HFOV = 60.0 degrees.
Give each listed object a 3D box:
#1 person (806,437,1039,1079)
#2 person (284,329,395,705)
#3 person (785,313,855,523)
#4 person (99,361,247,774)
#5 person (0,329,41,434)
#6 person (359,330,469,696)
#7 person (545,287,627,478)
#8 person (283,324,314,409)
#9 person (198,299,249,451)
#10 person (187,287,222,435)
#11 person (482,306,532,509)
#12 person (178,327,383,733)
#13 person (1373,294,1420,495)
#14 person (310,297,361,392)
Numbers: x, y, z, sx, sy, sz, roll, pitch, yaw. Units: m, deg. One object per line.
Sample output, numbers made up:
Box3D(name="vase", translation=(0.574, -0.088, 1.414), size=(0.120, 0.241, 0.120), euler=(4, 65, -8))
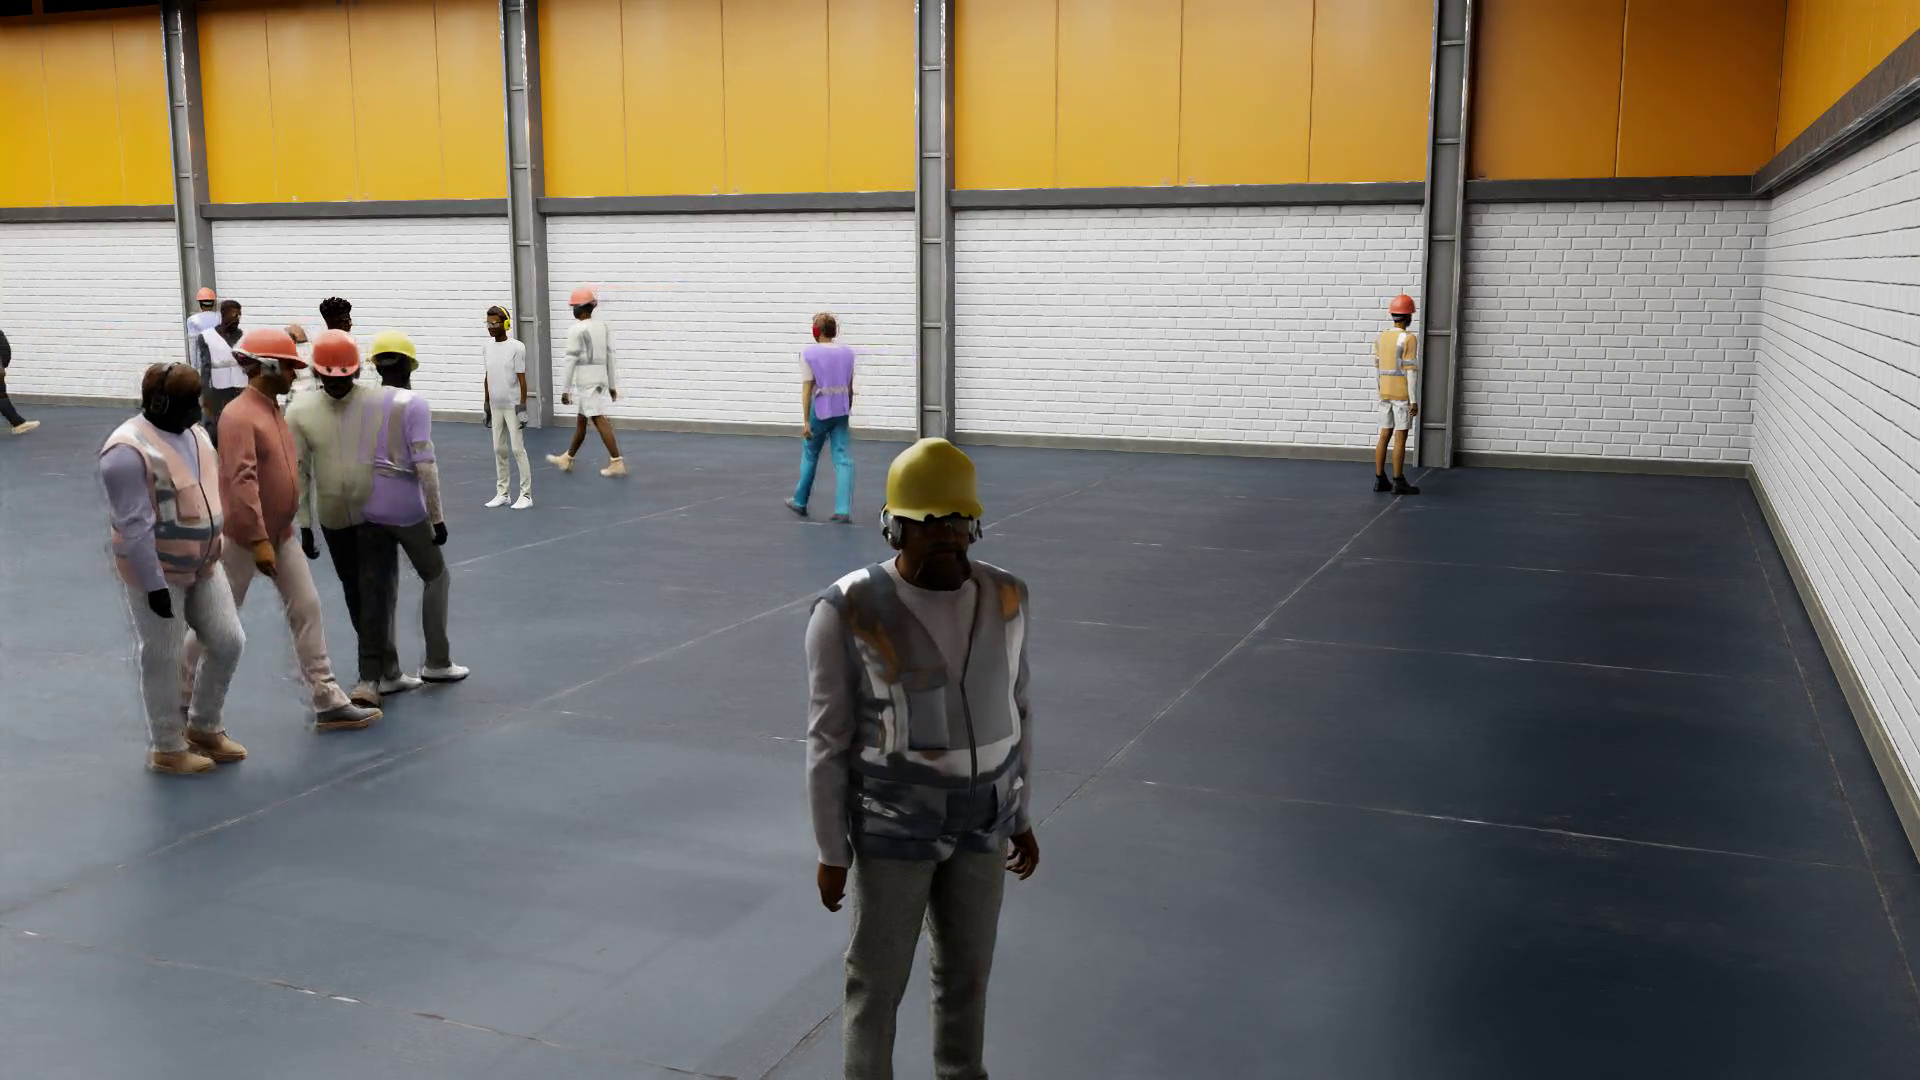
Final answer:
Box3D(name="person", translation=(-0.068, 0.667, 3.928), size=(0.599, 1.830, 0.404), euler=(-5, 11, -28))
Box3D(name="person", translation=(-3.098, -0.139, 8.608), size=(0.683, 1.903, 1.066), euler=(-1, 9, -8))
Box3D(name="person", translation=(-1.212, -1.078, 14.584), size=(0.582, 1.796, 0.939), euler=(-7, 12, -36))
Box3D(name="person", translation=(-3.380, 0.136, 7.198), size=(0.495, 1.823, 0.635), euler=(2, 10, 14))
Box3D(name="person", translation=(-12.596, -2.351, 21.586), size=(1.035, 2.000, 0.701), euler=(-8, 12, -39))
Box3D(name="person", translation=(-2.916, -0.153, 8.734), size=(0.614, 1.884, 0.660), euler=(4, 10, 25))
Box3D(name="person", translation=(-3.960, -1.652, 17.495), size=(1.068, 1.985, 0.631), euler=(4, 10, 21))
Box3D(name="person", translation=(-7.080, -1.516, 17.877), size=(0.853, 1.584, 0.522), euler=(6, 11, 34))
Box3D(name="person", translation=(-7.671, -1.575, 17.406), size=(0.590, 1.877, 0.858), euler=(-8, 13, -42))
Box3D(name="person", translation=(-9.850, -2.345, 21.870), size=(0.551, 1.932, 0.378), euler=(-7, 12, -36))
Box3D(name="person", translation=(-4.159, -1.203, 15.209), size=(0.506, 1.858, 0.329), euler=(5, 11, 27))
Box3D(name="person", translation=(-3.349, -0.031, 7.864), size=(1.038, 1.936, 0.694), euler=(1, 9, 5))
Box3D(name="person", translation=(4.279, -1.410, 16.201), size=(0.368, 1.938, 0.555), euler=(-5, 10, -26))
Box3D(name="person", translation=(-5.132, -1.025, 13.777), size=(0.368, 1.966, 0.603), euler=(-1, 9, -4))
